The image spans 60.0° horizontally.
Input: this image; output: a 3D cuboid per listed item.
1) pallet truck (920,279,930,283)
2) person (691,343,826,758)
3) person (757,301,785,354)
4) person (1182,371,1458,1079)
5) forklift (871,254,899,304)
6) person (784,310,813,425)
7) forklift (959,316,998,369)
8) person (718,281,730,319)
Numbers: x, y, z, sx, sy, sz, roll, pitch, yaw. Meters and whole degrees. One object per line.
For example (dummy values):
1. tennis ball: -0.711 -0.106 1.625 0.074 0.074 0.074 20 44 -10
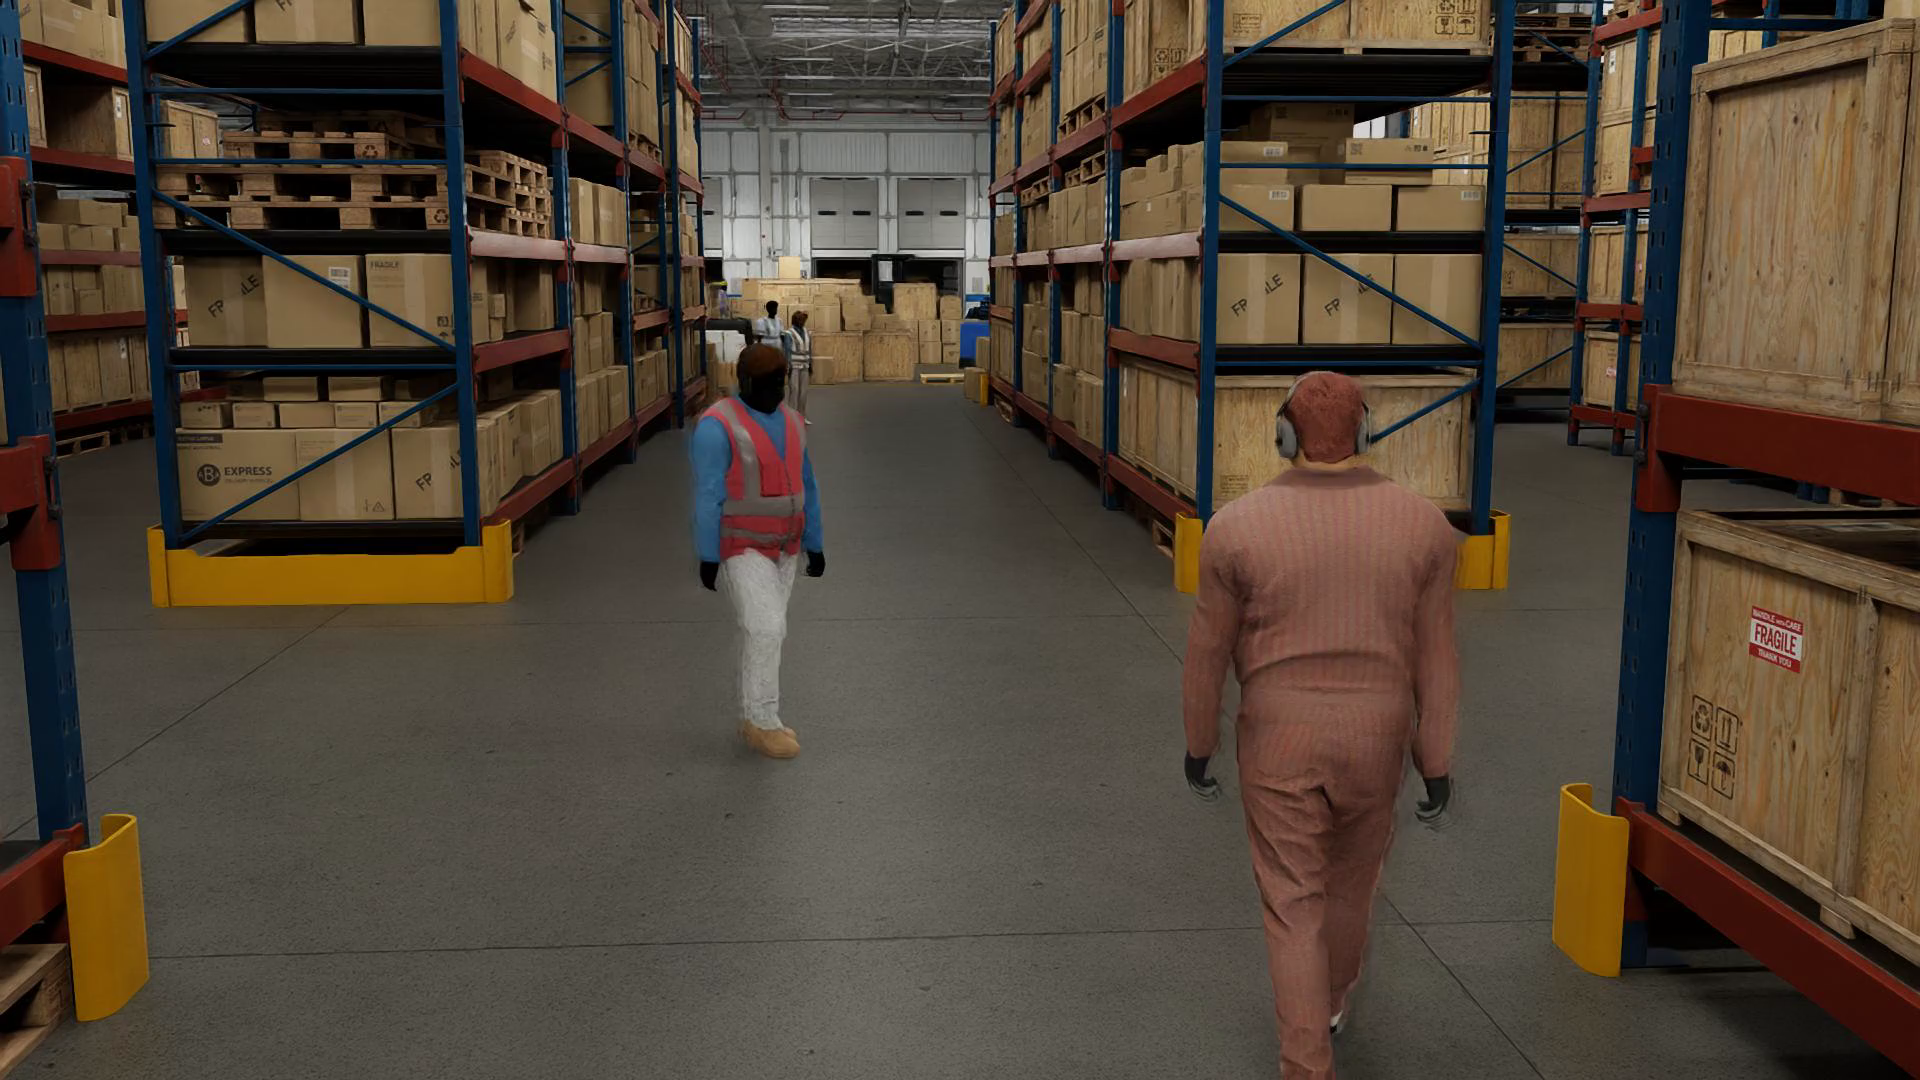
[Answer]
1. pallet truck: -0.932 -8.922 63.114 1.885 1.965 0.823 2 9 13
2. person: -0.805 0.046 7.341 0.622 1.820 0.653 6 11 35
3. person: -3.223 -3.337 29.039 0.787 1.662 0.549 9 13 44
4. person: 0.907 0.499 4.347 0.665 1.865 0.963 0 9 1
5. forklift: -2.482 -8.176 55.669 1.129 2.768 1.873 -6 11 -32
6. person: -2.275 -2.420 23.430 0.347 1.628 0.525 7 11 36
7. forklift: 1.009 -5.064 36.127 1.873 2.768 1.129 5 10 29
8. person: -8.696 -8.690 61.962 0.856 1.893 0.619 1 9 5
